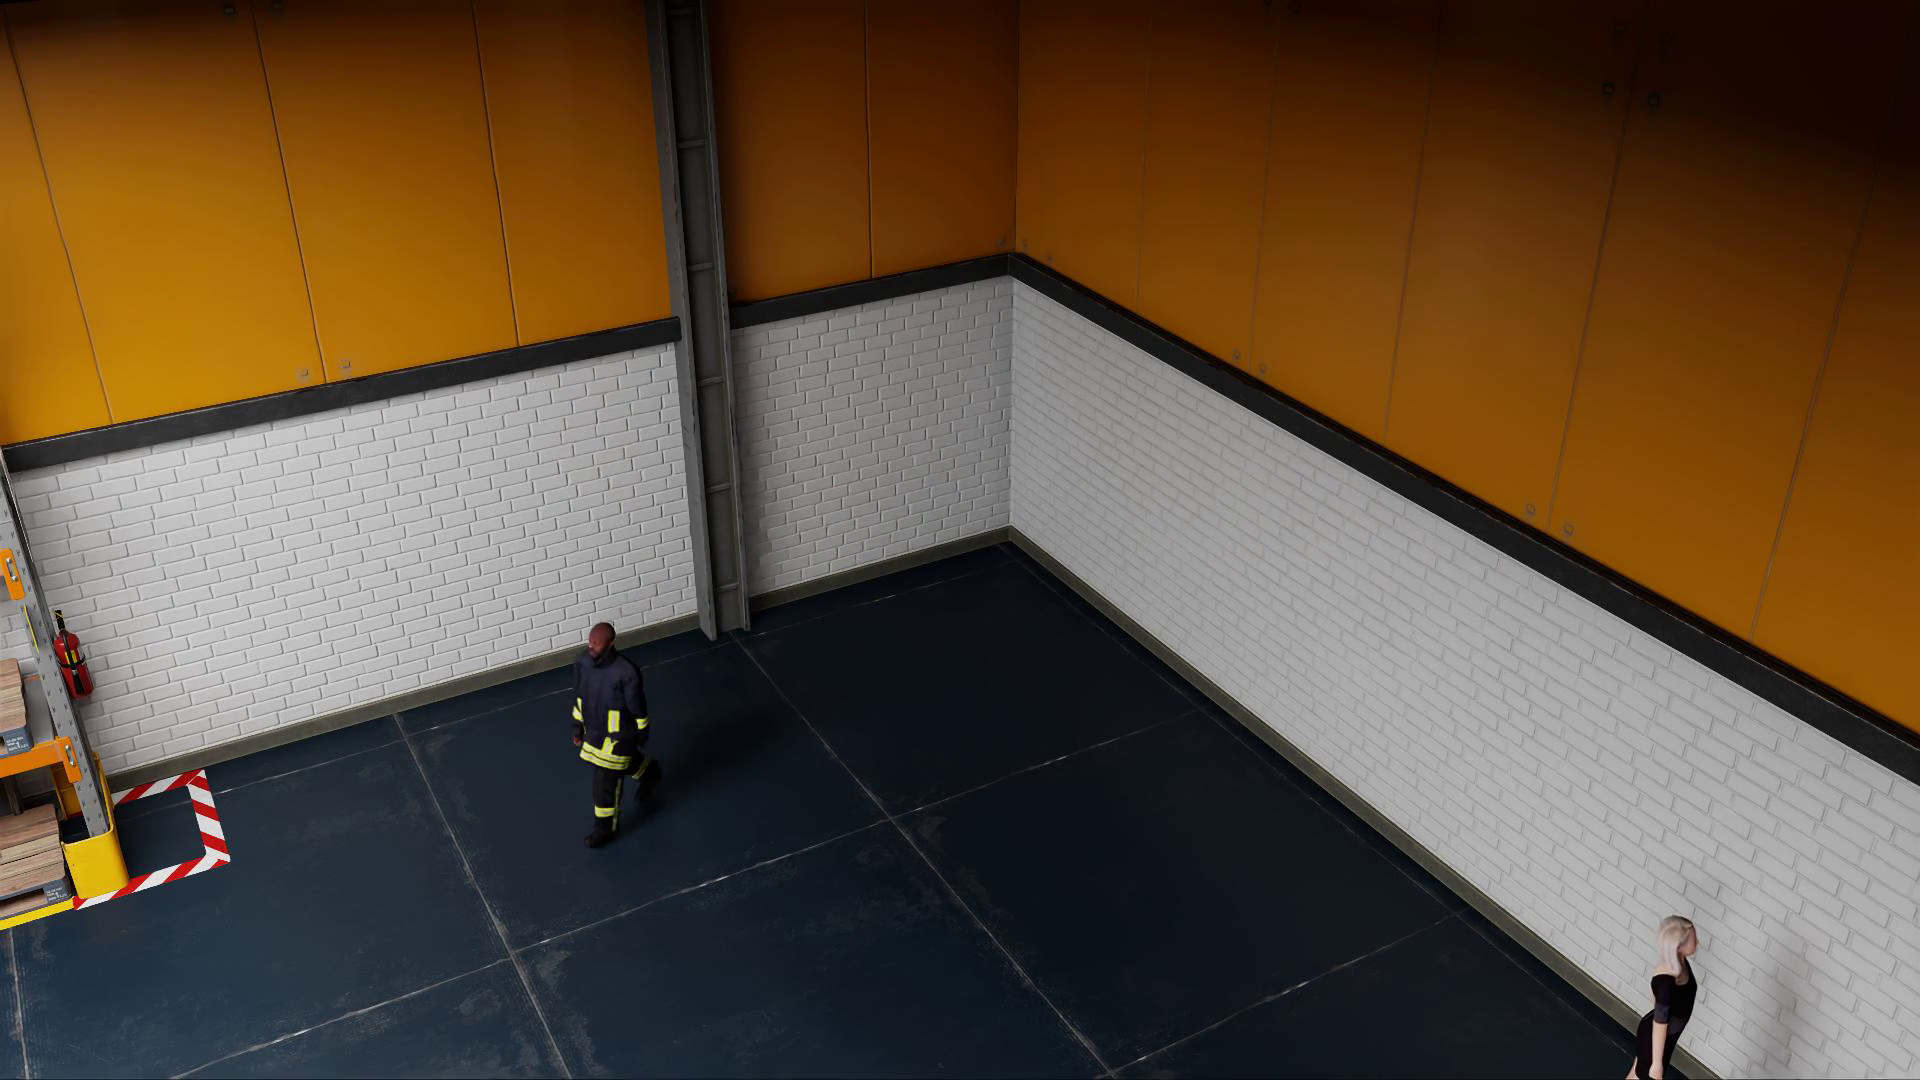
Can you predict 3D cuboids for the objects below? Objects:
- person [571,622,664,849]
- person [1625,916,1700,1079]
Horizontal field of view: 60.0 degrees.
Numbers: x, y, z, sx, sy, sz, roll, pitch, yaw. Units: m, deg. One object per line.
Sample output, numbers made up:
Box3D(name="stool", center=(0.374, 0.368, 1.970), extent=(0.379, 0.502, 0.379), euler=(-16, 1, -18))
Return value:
Box3D(name="person", center=(-2.572, 1.348, 12.534), extent=(1.093, 1.789, 1.314), euler=(17, 33, 28))
Box3D(name="person", center=(4.025, 2.907, 9.638), extent=(0.722, 1.827, 0.627), euler=(12, 31, 21))
